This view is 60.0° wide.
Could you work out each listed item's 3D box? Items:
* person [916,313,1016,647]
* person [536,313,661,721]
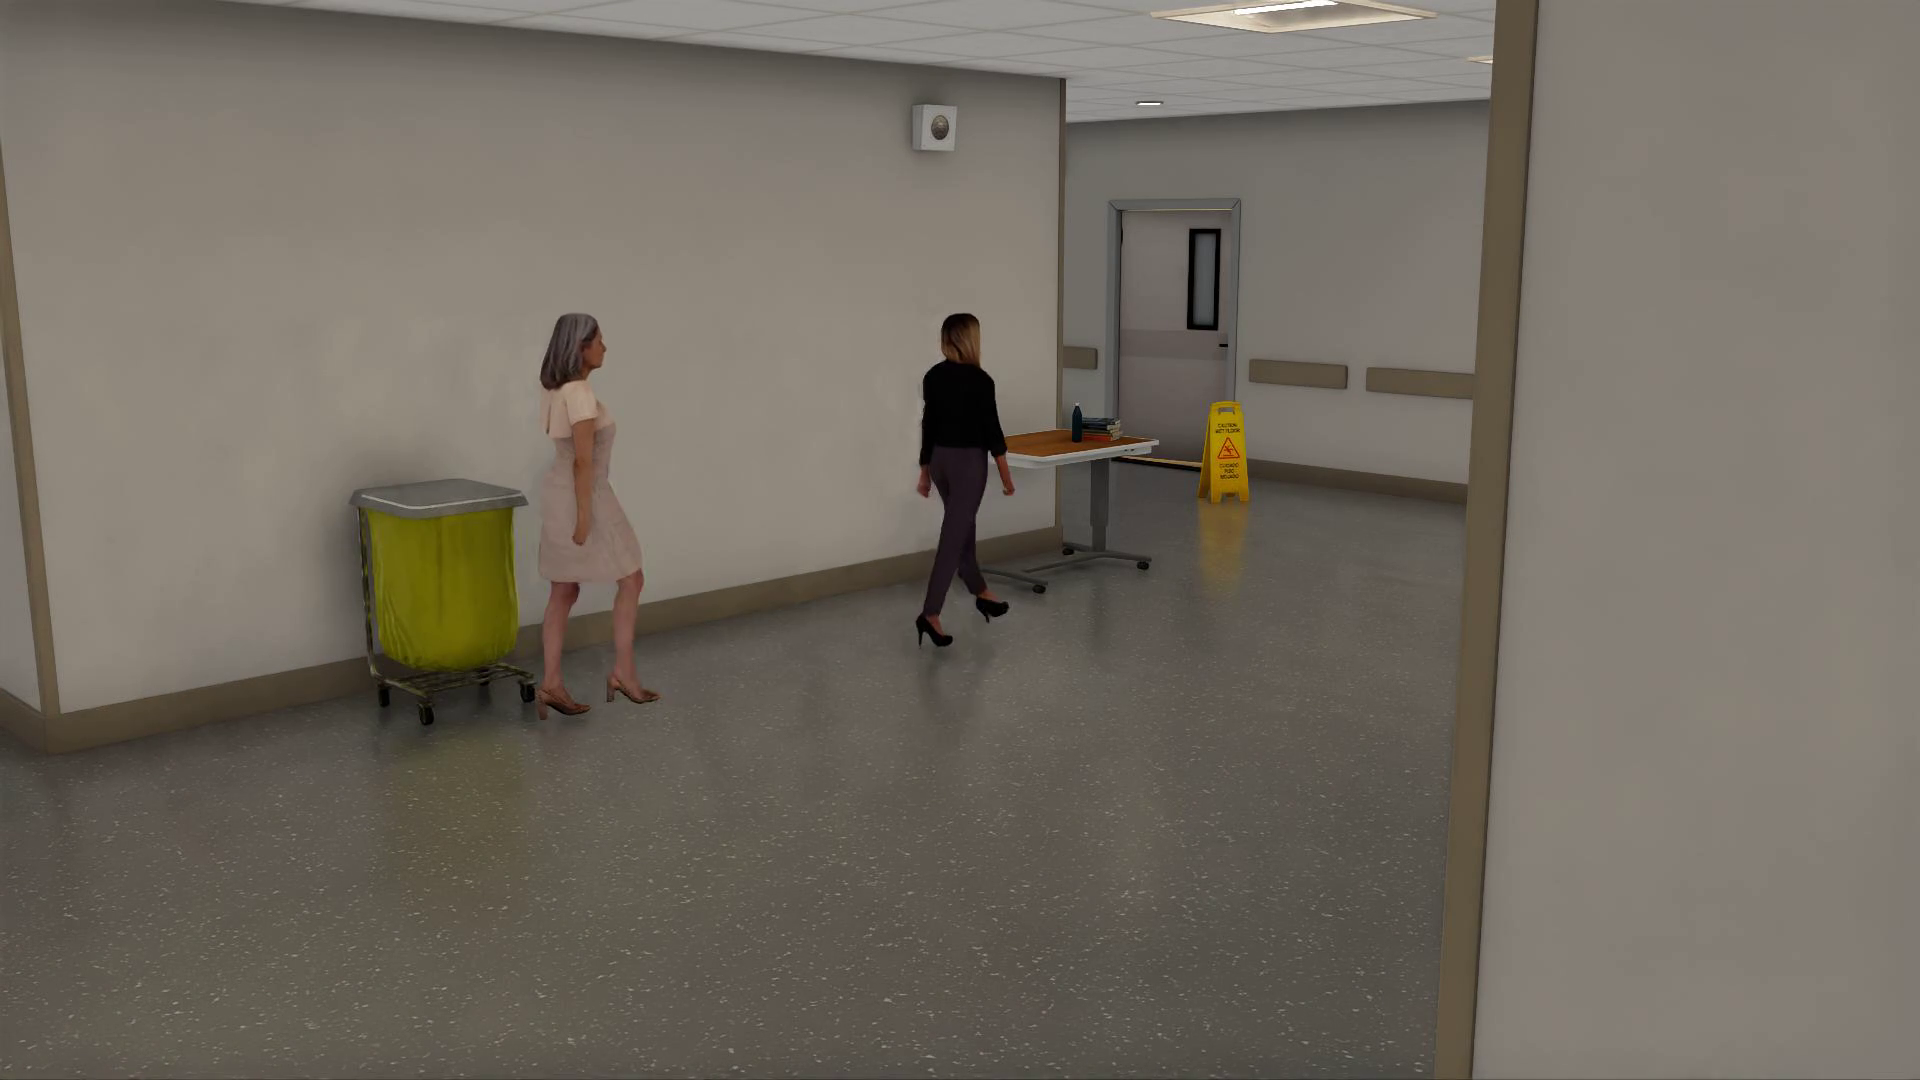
[{"bbox_3d":[-0.077,-0.271,8.245,0.688,1.643,0.883,-9,14,-41],"label":"person"},{"bbox_3d":[-1.697,-0.076,7.022,0.701,1.717,0.711,-9,14,-38],"label":"person"}]
